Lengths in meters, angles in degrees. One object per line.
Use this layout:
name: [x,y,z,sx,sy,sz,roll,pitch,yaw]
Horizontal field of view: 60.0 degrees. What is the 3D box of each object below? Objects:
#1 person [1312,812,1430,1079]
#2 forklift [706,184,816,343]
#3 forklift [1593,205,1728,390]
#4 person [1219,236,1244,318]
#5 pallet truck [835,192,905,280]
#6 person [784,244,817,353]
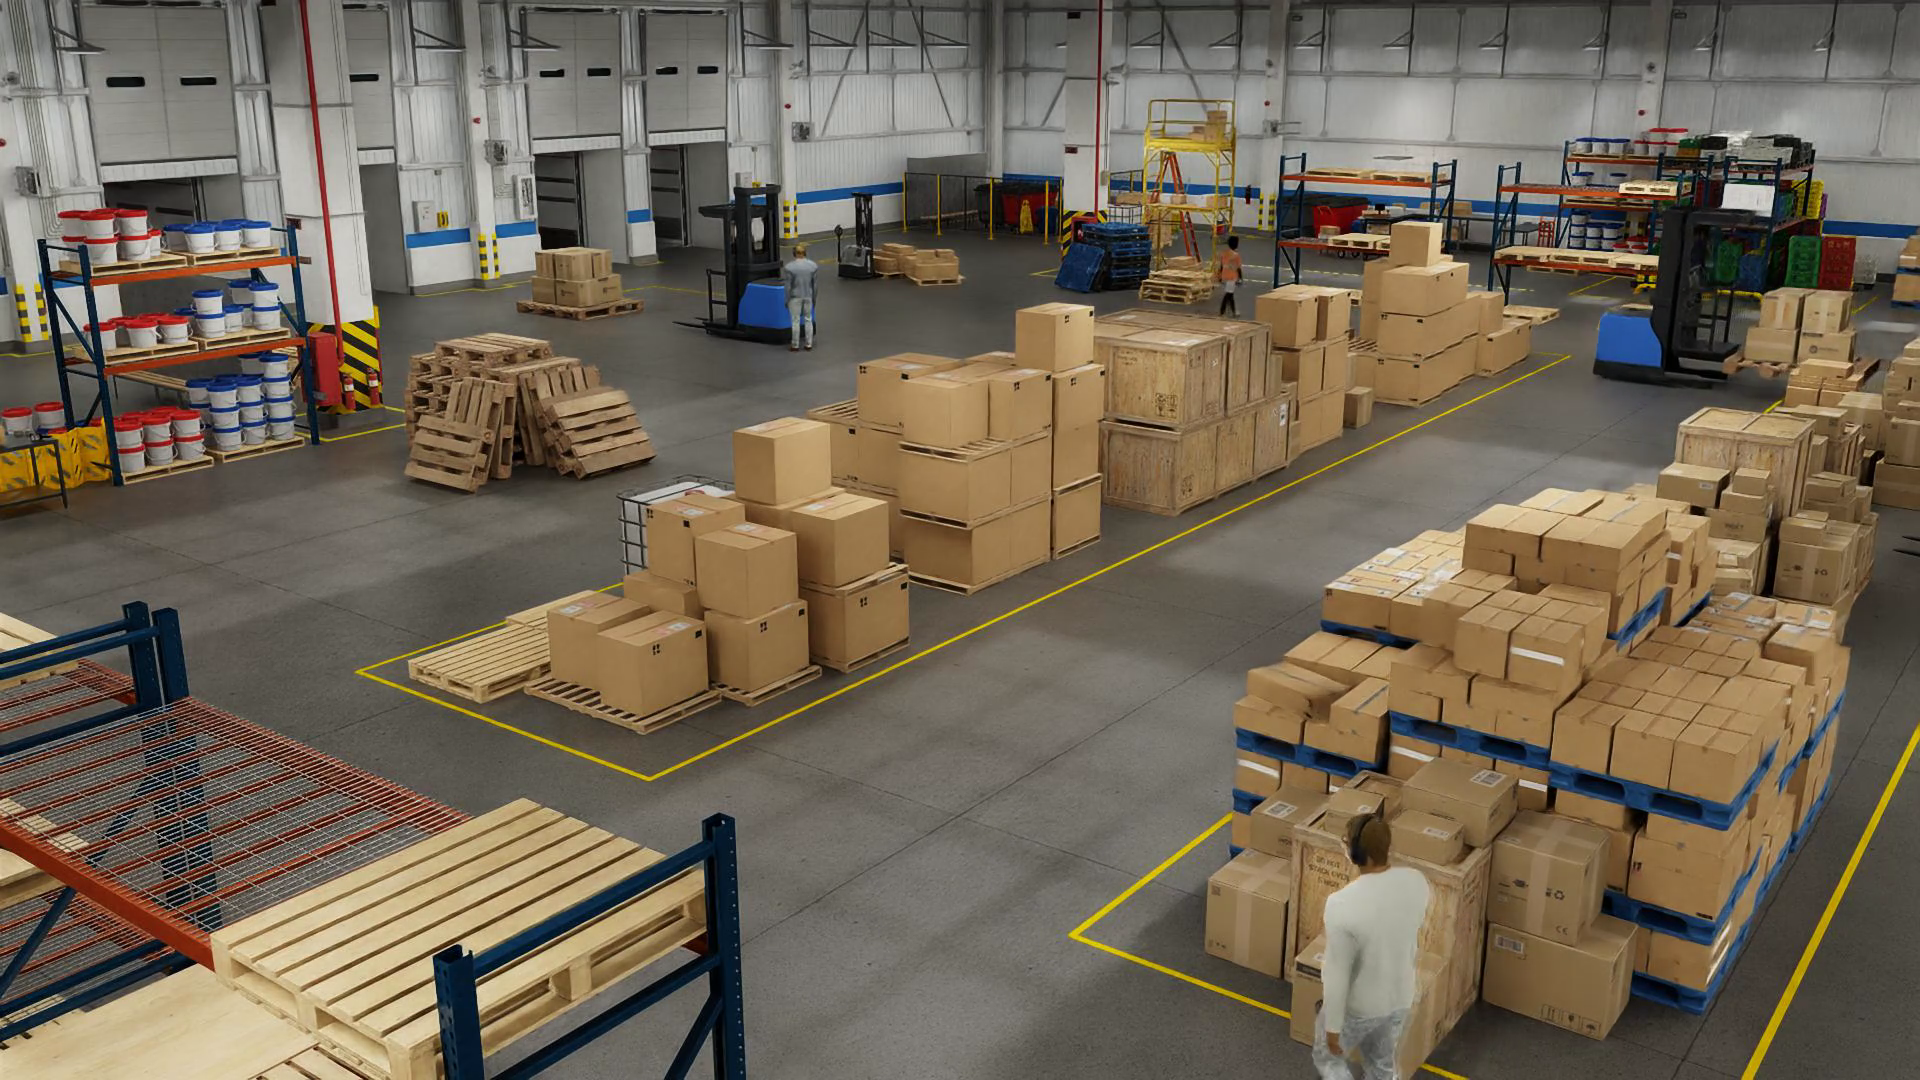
person: [1.969,2.220,8.057,0.651,1.920,0.440,-8,19,-25]
forklift: [-3.717,-5.181,30.929,1.873,2.768,1.129,12,21,35]
forklift: [11.510,-3.992,26.993,1.873,2.768,1.129,12,21,35]
person: [5.460,-5.205,33.070,0.791,1.657,0.548,-9,19,-28]
pallet truck: [-1.936,-7.159,38.982,1.885,1.965,0.823,-12,21,-34]
person: [-2.839,-4.309,29.669,0.636,1.931,0.377,-9,19,-28]
